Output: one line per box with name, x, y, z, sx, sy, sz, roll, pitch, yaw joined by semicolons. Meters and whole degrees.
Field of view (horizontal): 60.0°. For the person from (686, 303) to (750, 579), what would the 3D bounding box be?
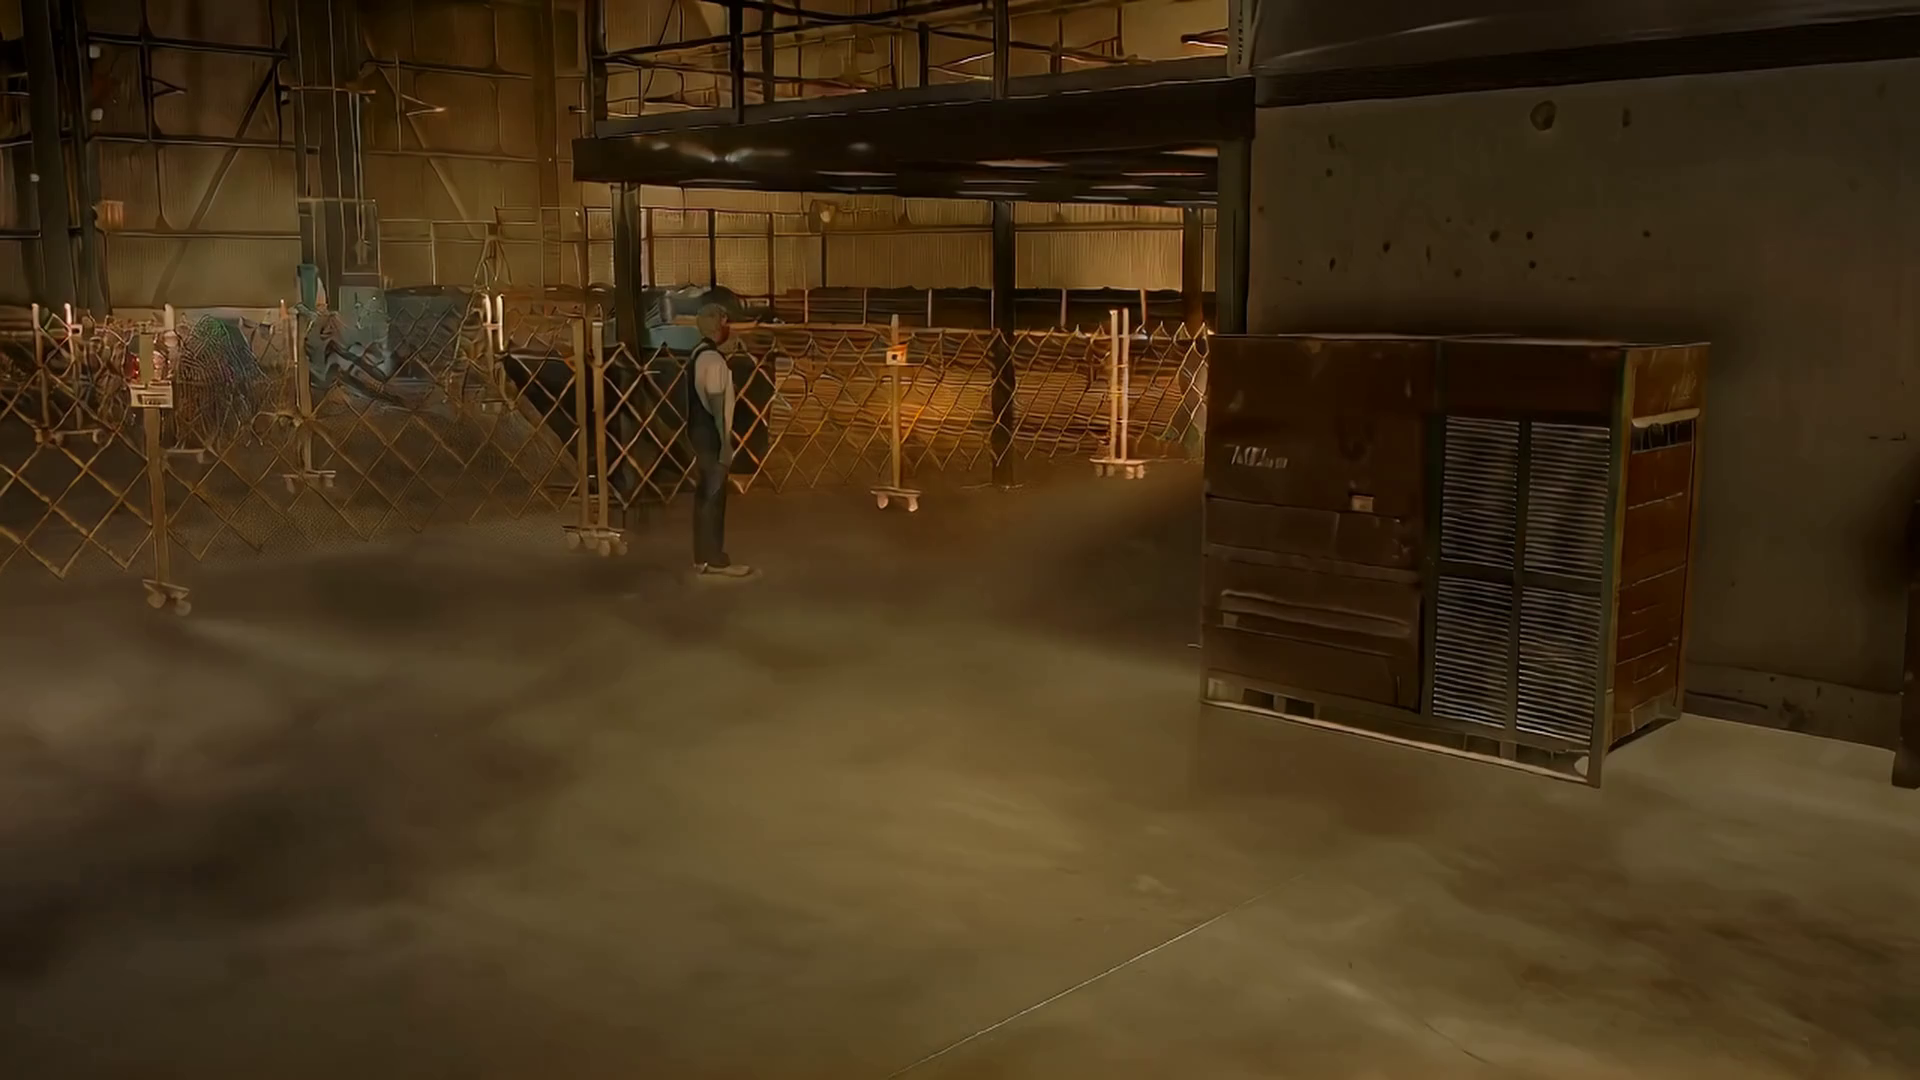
person;-1.654;-0.664;11.177;0.344;1.847;0.504;-5;10;-26
